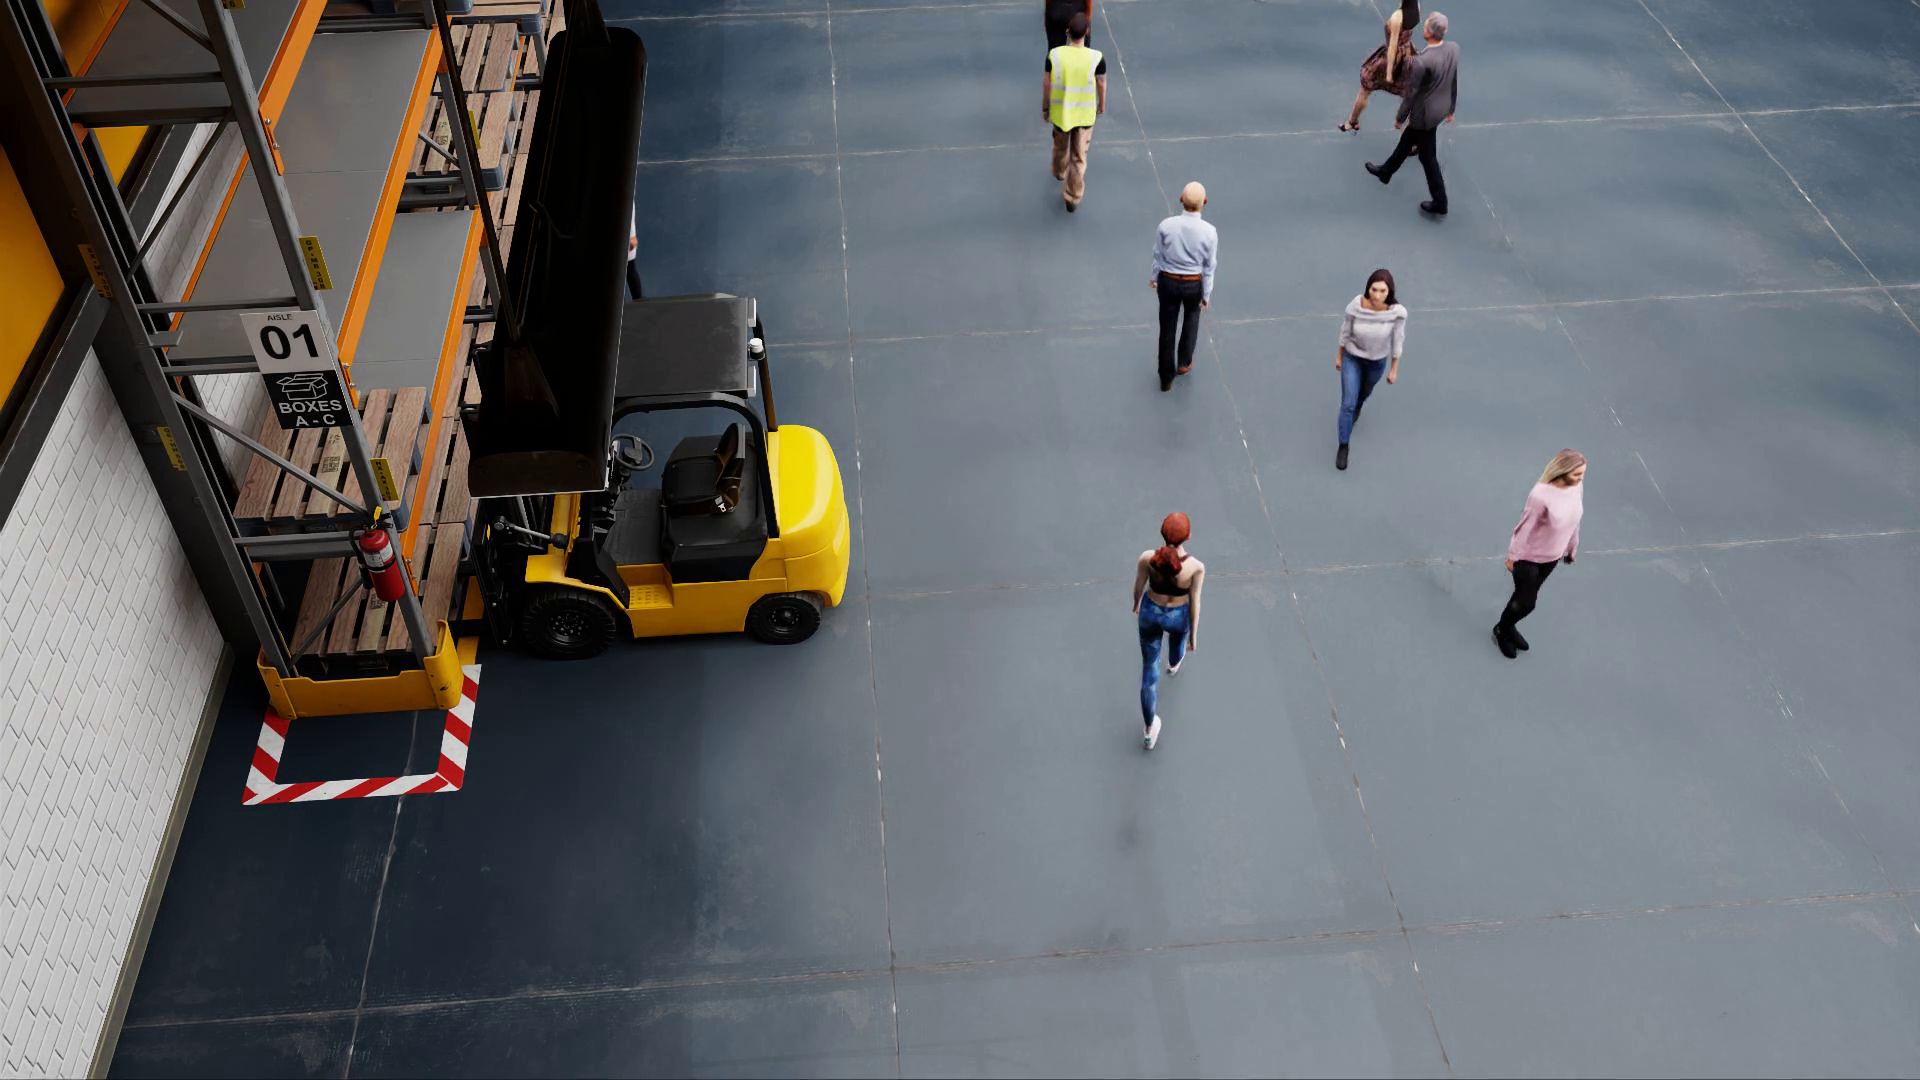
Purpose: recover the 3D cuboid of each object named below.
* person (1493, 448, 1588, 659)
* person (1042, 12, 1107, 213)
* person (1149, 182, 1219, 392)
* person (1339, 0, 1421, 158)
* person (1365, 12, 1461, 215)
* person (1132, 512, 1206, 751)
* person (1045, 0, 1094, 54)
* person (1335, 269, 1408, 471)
[{"bbox_3d":[3.727,0.027,10.879,0.709,1.680,0.706,-20,47,-20],"label":"person"},{"bbox_3d":[0.996,-3.737,14.729,0.854,1.819,1.094,5,44,6],"label":"person"},{"bbox_3d":[1.699,-1.894,12.828,0.725,1.772,0.739,5,44,5],"label":"person"},{"bbox_3d":[4.120,-4.360,15.449,1.080,1.726,1.237,-32,52,-29],"label":"person"},{"bbox_3d":[4.199,-3.729,14.751,1.200,1.776,1.354,-30,51,-28],"label":"person"},{"bbox_3d":[1.237,0.596,10.231,0.846,1.748,1.184,10,45,11],"label":"person"},{"bbox_3d":[1.018,-5.021,16.101,0.871,1.785,1.117,9,44,10],"label":"person"},{"bbox_3d":[3.026,-1.367,12.404,0.813,1.593,1.113,9,44,9],"label":"person"}]
